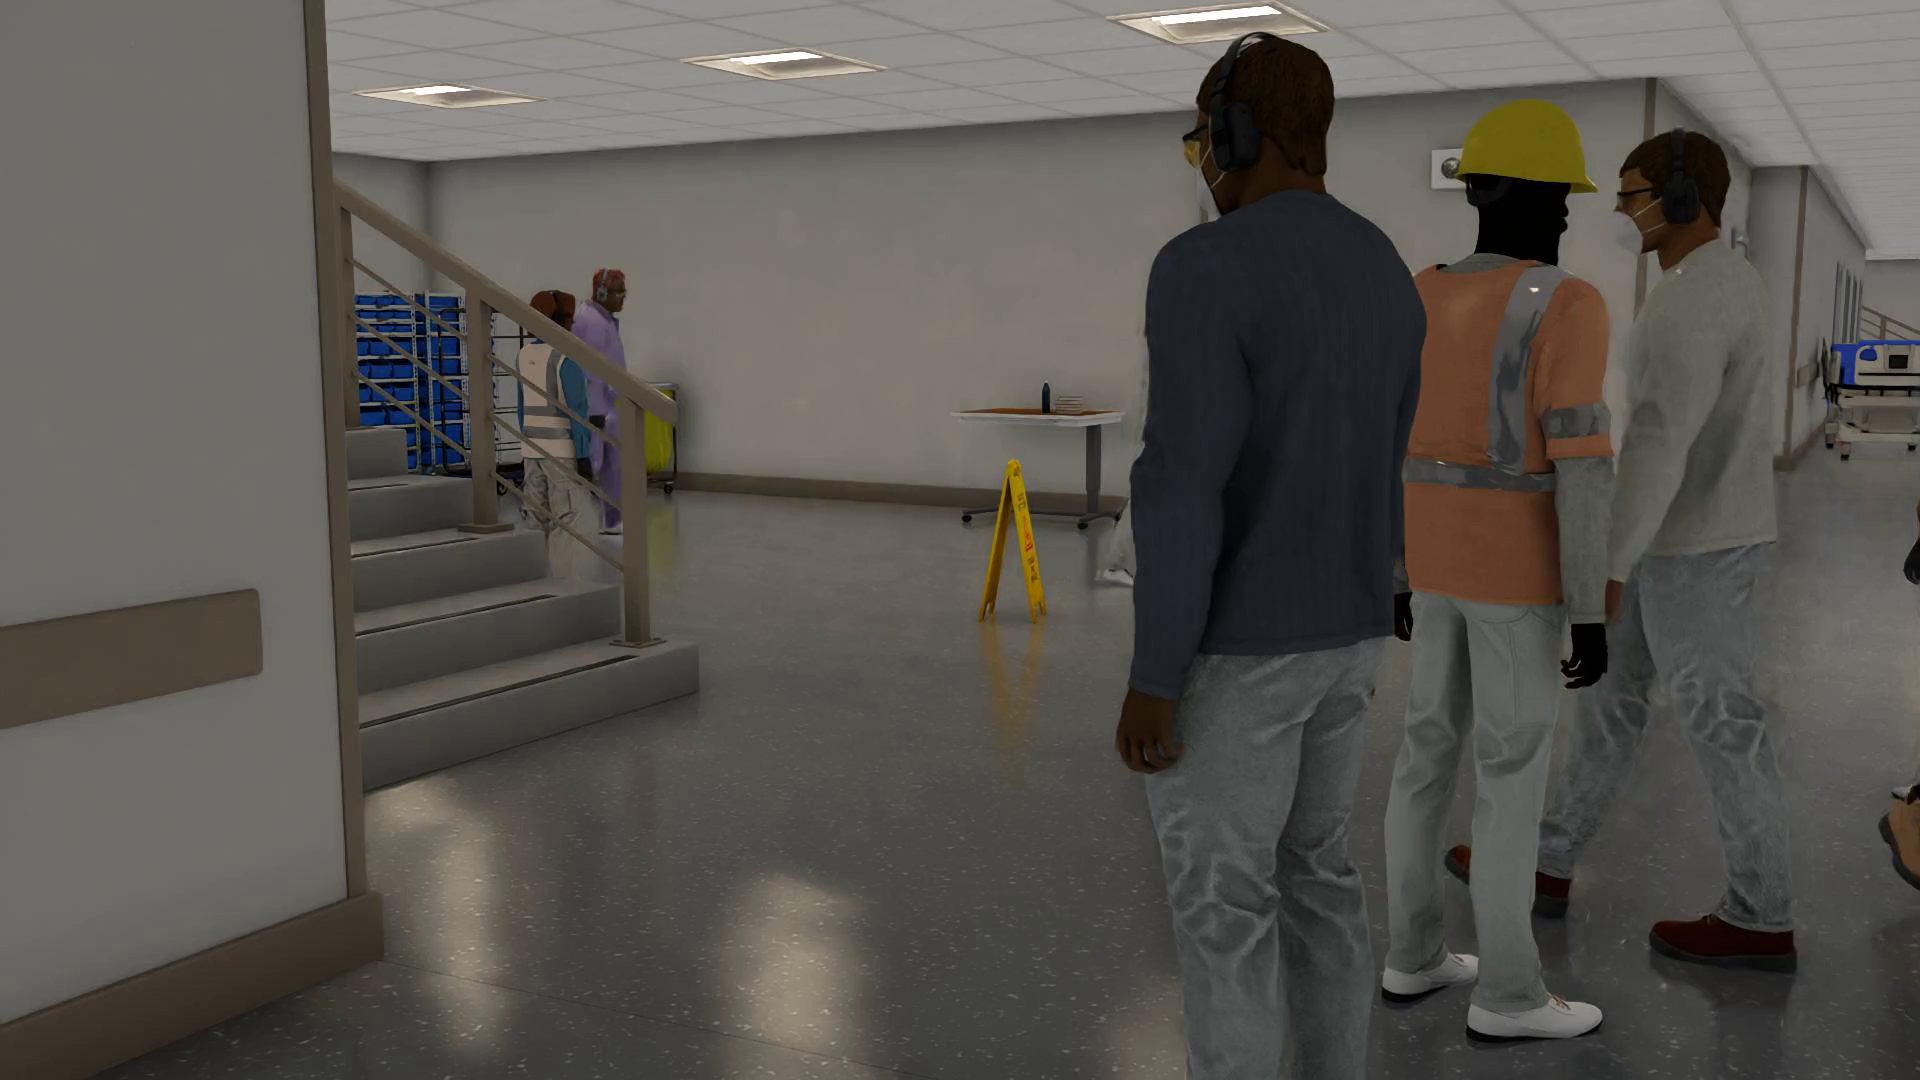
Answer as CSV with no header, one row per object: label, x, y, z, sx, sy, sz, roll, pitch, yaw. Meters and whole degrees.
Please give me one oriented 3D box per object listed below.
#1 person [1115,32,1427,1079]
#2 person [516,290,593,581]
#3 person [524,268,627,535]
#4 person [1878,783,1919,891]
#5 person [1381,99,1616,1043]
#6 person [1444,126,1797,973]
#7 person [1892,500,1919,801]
person,0.490,0.177,2.649,0.386,1.927,0.636,7,10,43
person,-1.984,-0.399,8.152,0.514,1.641,0.308,6,10,41
person,-2.598,-0.933,11.425,0.757,1.865,0.653,0,7,1
person,2.607,0.112,4.064,0.557,1.673,0.422,-3,8,-19
person,1.117,0.066,3.477,0.372,1.925,0.596,-4,8,-28
person,1.544,0.022,3.874,0.922,1.903,0.650,4,8,26
person,3.092,0.009,5.010,0.514,1.642,0.310,-2,8,-17
